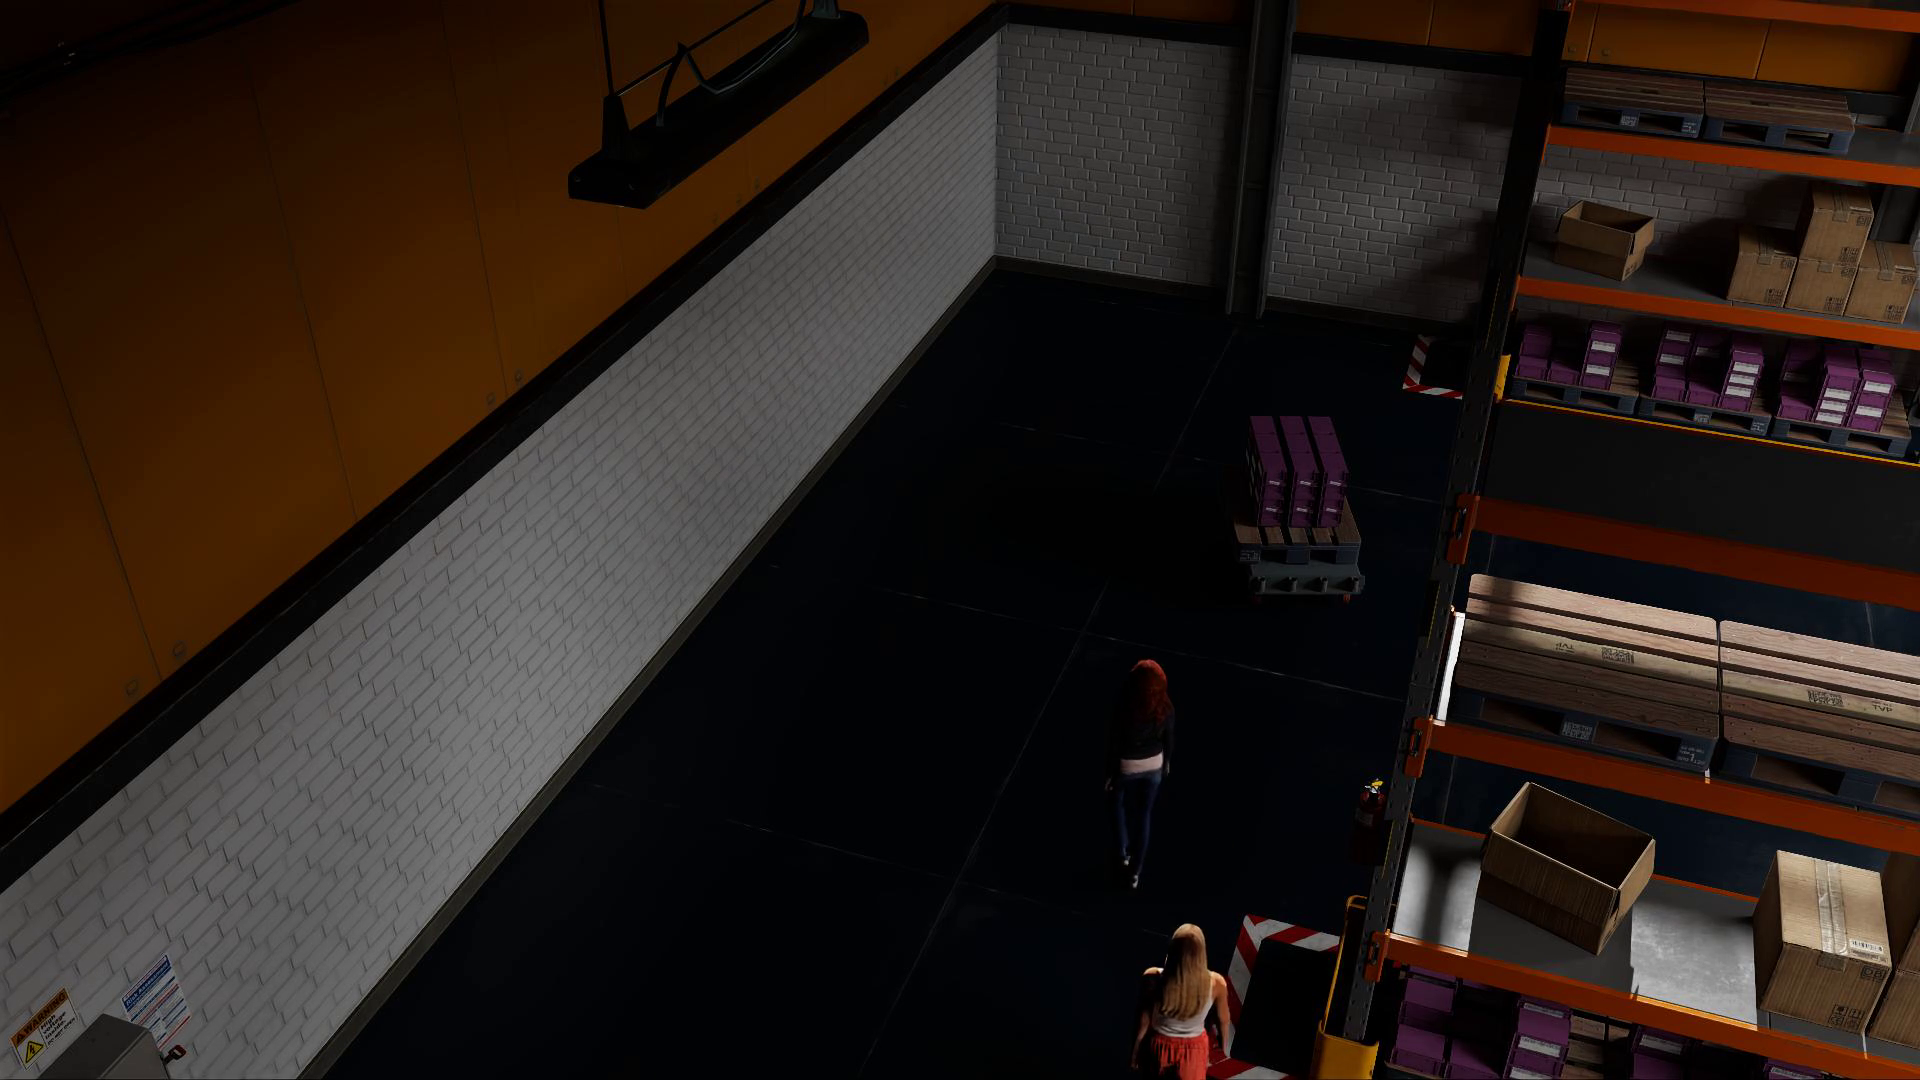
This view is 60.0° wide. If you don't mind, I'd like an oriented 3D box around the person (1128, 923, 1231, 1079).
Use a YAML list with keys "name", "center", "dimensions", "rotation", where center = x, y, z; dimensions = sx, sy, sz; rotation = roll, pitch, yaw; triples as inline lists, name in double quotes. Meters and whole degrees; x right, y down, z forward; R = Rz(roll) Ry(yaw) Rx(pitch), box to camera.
- name: "person"
  center: [1.125, 2.804, 8.768]
  dimensions: [1.153, 1.764, 0.836]
  rotation: [6, 34, 10]

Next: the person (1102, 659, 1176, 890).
- name: "person"
  center: [1.145, 1.553, 10.643]
  dimensions: [0.708, 1.772, 0.783]
  rotation: [-2, 34, -3]
